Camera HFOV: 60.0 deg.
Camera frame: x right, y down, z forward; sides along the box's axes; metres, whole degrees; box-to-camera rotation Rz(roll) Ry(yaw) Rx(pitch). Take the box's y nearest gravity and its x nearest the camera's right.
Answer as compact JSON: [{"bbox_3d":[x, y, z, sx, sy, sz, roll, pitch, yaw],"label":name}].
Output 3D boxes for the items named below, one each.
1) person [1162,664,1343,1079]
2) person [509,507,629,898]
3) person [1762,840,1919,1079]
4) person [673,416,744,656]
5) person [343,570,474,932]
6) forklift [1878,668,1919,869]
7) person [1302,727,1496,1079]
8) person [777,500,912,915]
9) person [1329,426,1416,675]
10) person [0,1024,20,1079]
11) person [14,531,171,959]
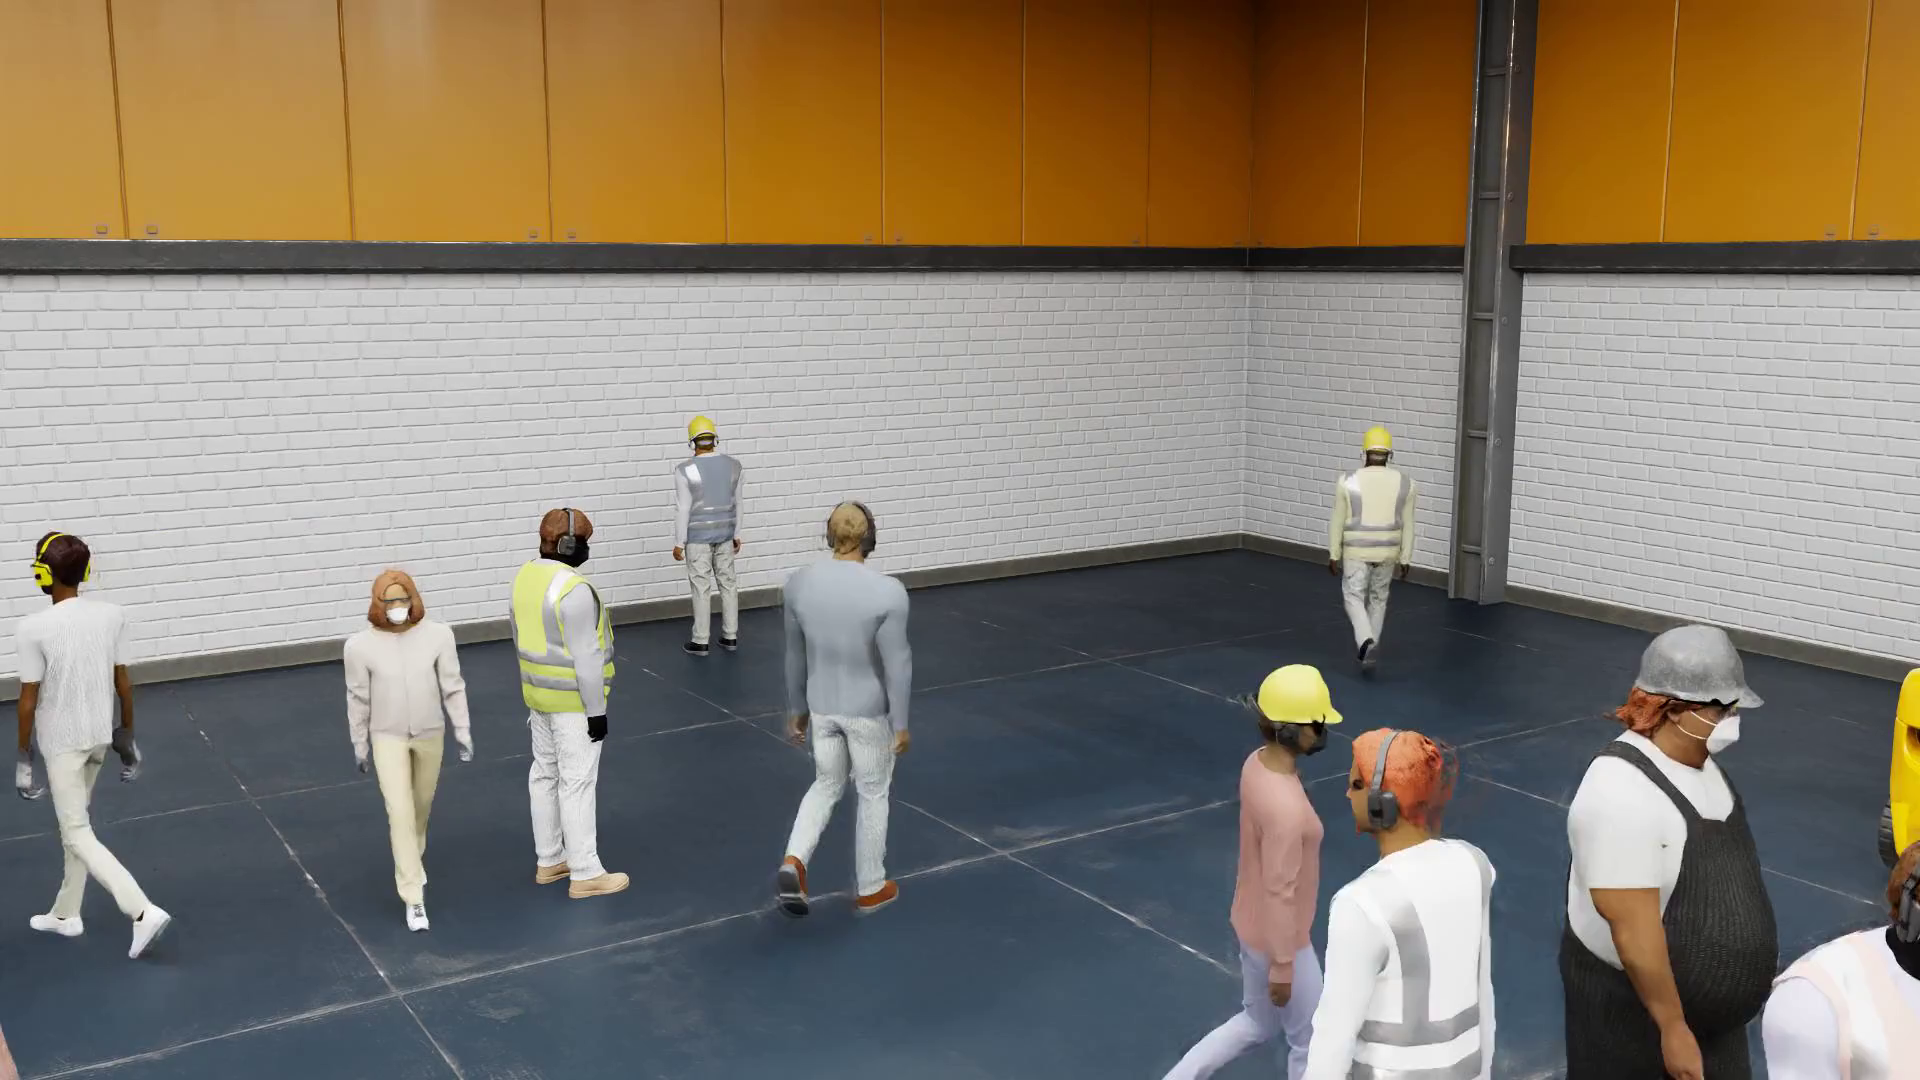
[{"bbox_3d":[0.952,1.234,5.270,0.707,1.742,0.529,0,9,-3],"label":"person"},{"bbox_3d":[-1.847,0.759,7.853,0.429,1.838,0.621,-9,13,-43],"label":"person"},{"bbox_3d":[2.001,1.485,3.616,0.628,1.802,0.947,0,9,-3],"label":"person"},{"bbox_3d":[-1.925,-0.033,12.665,0.586,1.823,0.403,-7,12,-38],"label":"person"},{"bbox_3d":[-2.548,0.911,7.674,0.514,1.594,0.839,-6,11,-31],"label":"person"},{"bbox_3d":[5.511,0.571,7.906,2.313,2.155,1.214,-6,11,-33],"label":"forklift"},{"bbox_3d":[1.143,1.383,4.066,0.585,1.856,0.903,-9,13,-44],"label":"person"},{"bbox_3d":[-0.538,0.785,7.455,0.635,1.924,0.658,5,11,26],"label":"person"},{"bbox_3d":[2.981,0.082,12.004,0.602,1.809,0.700,0,9,-1],"label":"person"},{"bbox_3d":[-2.232,1.565,3.602,0.358,1.625,0.561,2,10,13],"label":"person"},{"bbox_3d":[-3.764,0.878,7.134,0.864,1.841,0.527,4,10,22],"label":"person"}]
